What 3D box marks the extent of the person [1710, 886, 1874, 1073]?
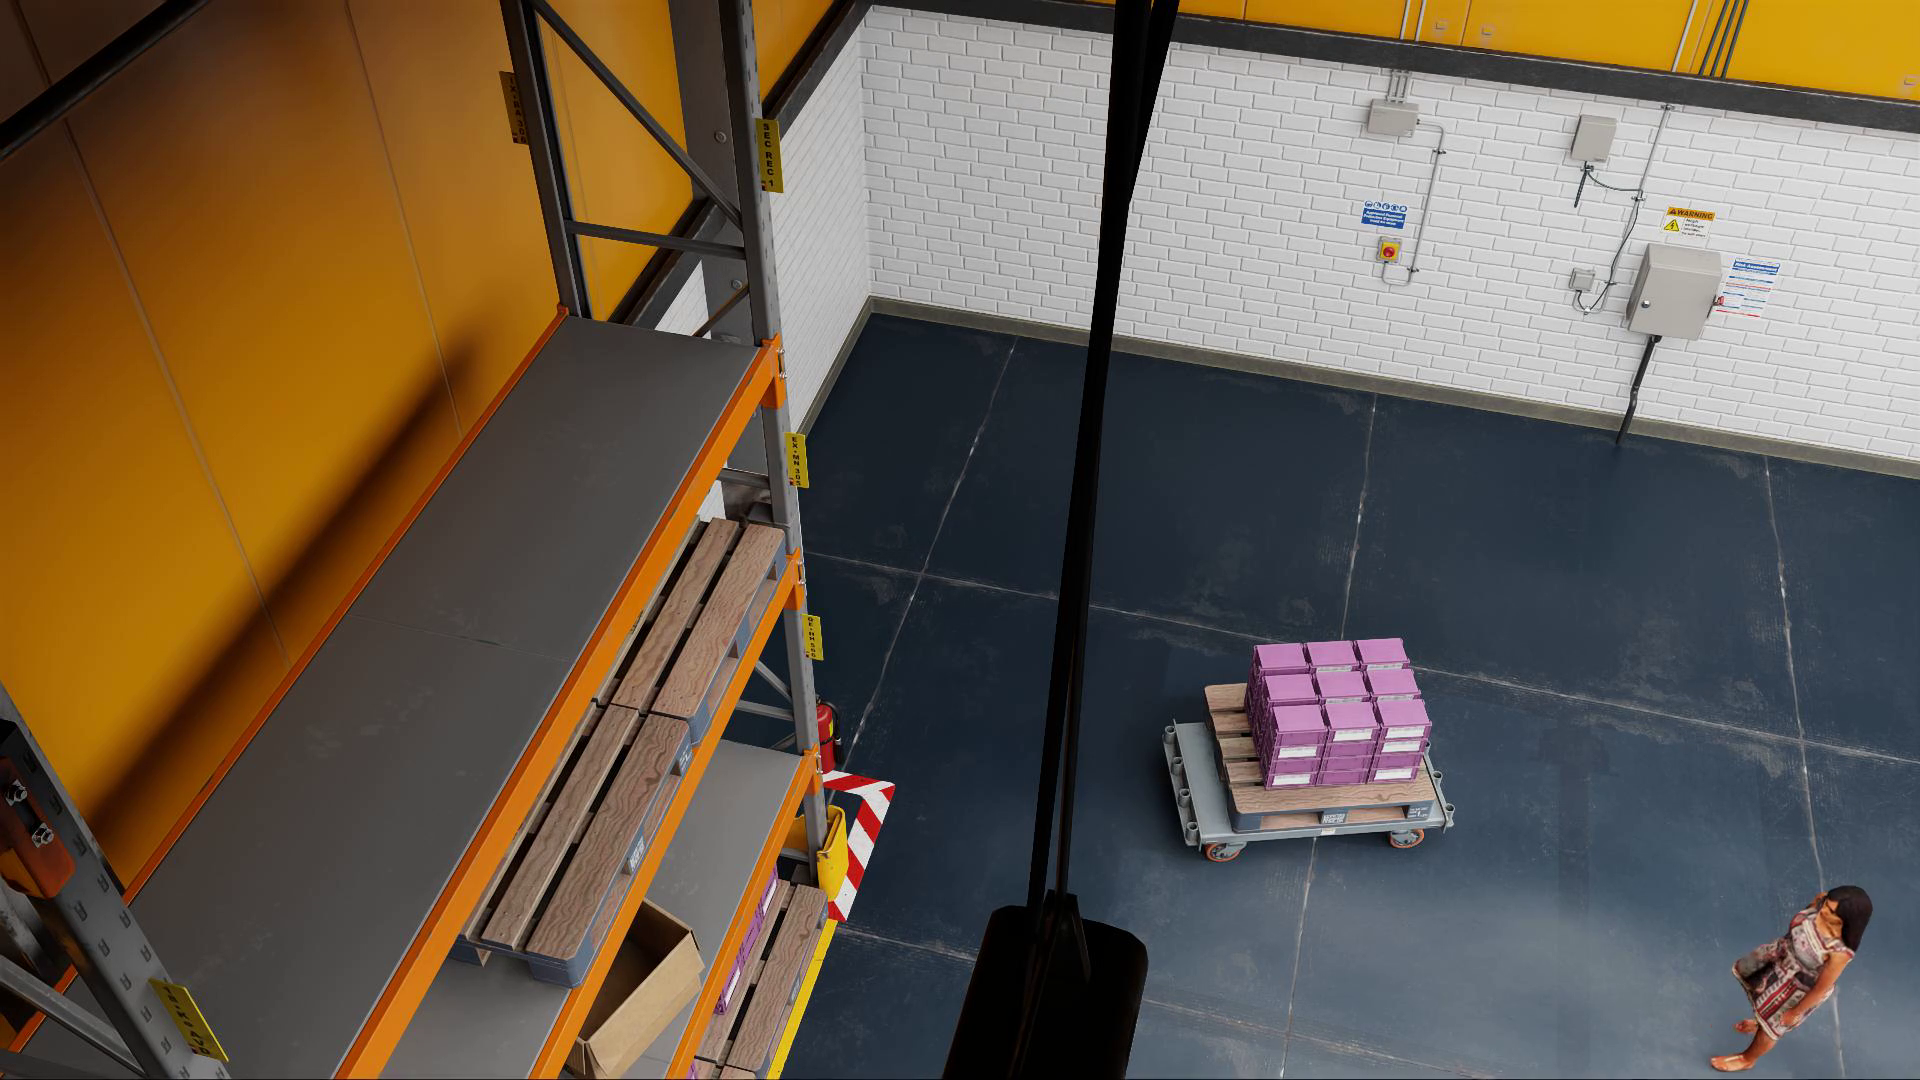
[{"bbox_3d":[4.433,2.286,8.691,0.799,1.638,0.639,4,44,4],"label":"person"}]
